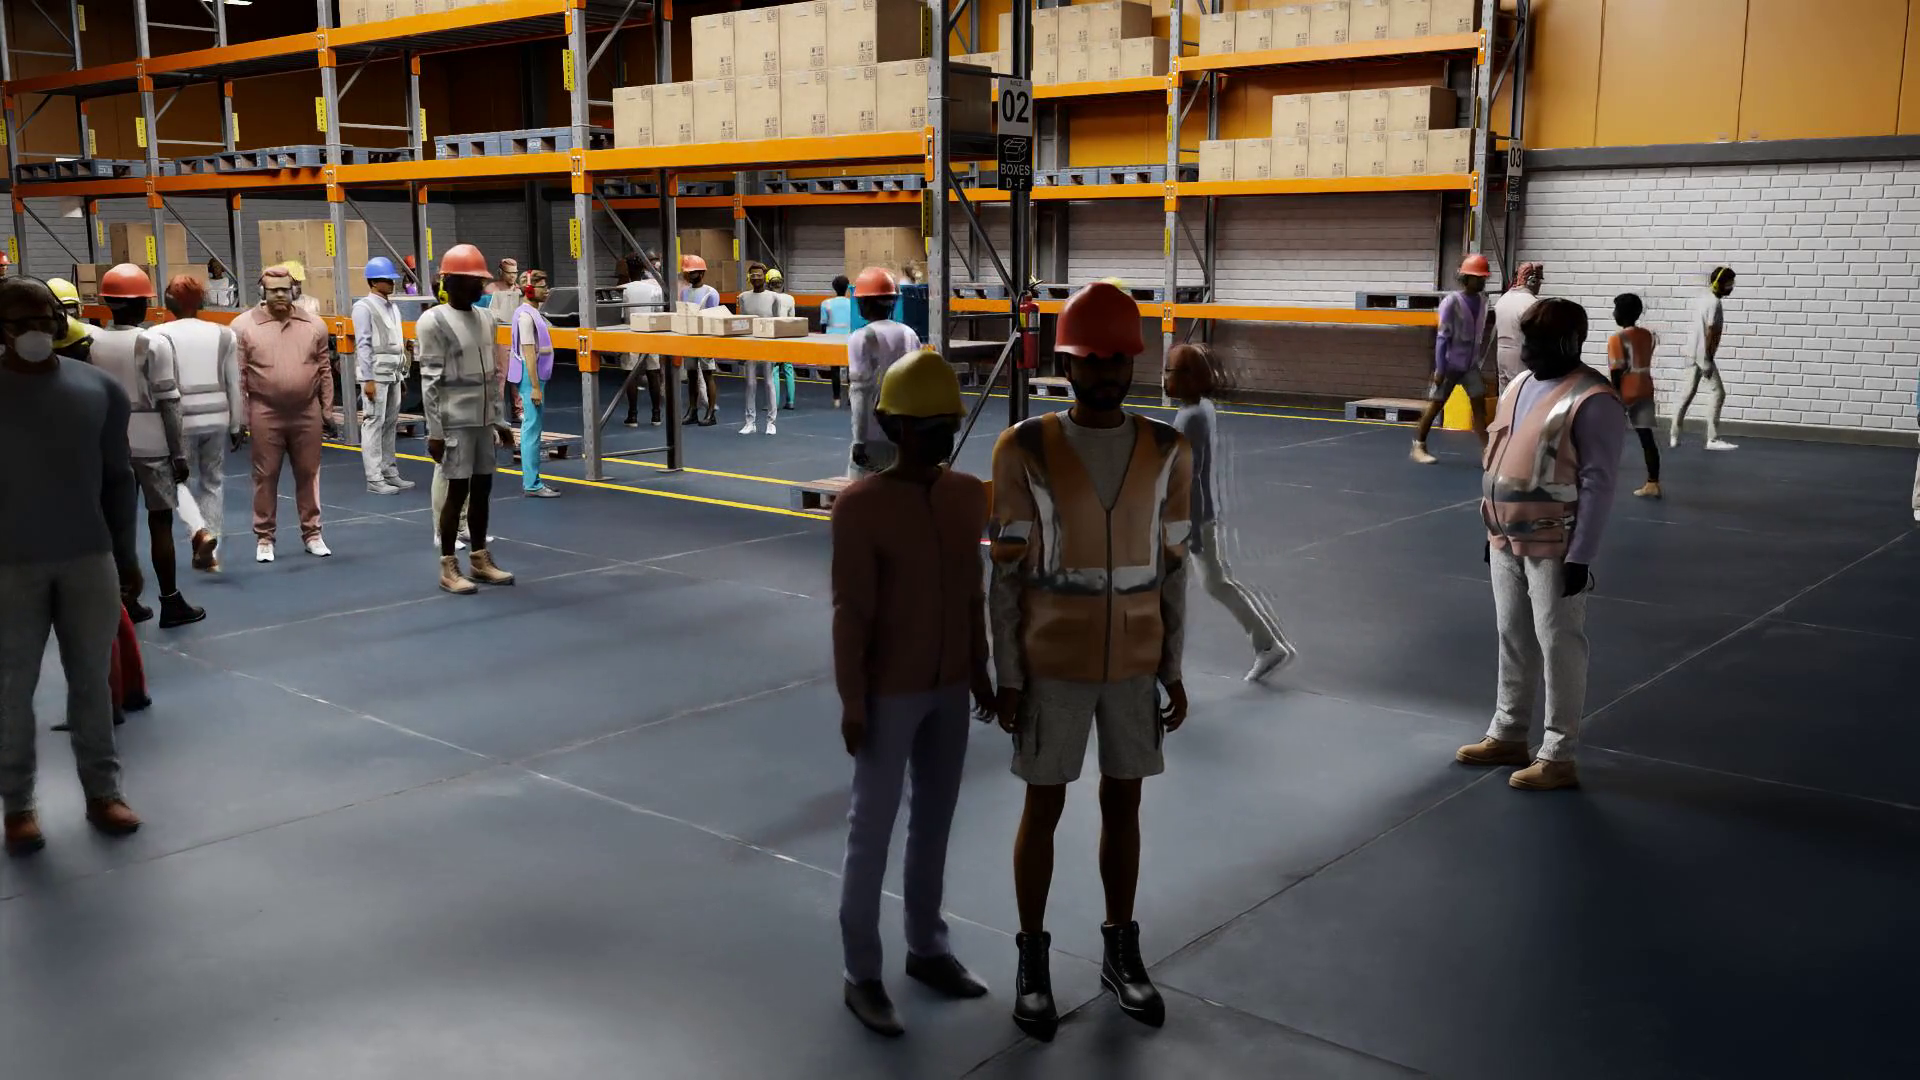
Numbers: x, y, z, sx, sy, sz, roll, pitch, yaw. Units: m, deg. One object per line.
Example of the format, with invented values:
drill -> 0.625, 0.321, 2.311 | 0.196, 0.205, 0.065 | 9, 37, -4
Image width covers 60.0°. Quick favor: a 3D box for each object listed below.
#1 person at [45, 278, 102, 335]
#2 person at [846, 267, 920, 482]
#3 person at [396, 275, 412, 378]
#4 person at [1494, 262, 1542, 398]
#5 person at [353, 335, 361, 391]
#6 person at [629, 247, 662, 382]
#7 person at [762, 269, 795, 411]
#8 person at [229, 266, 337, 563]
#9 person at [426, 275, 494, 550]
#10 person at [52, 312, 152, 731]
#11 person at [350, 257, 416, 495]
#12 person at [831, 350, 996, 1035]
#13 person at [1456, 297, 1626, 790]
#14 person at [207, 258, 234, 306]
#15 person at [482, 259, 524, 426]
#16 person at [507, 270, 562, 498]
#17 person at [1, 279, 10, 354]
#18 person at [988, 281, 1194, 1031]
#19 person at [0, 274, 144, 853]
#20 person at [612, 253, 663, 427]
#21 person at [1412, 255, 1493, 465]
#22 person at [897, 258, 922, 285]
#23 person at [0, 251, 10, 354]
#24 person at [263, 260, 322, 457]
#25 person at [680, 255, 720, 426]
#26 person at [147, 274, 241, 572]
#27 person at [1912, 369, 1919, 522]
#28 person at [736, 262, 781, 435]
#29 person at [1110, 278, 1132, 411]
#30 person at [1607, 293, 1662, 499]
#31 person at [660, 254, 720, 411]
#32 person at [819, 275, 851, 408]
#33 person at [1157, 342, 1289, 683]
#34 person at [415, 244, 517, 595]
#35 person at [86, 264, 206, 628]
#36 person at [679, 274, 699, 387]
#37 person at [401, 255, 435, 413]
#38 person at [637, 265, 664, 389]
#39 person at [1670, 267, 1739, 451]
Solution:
person -> -5.731, -0.770, 10.767 | 0.404, 1.828, 0.592 | 3, 11, 18
person -> -0.406, -0.674, 9.990 | 0.556, 1.919, 0.812 | -10, 14, -44
person -> -8.527, -3.332, 25.913 | 0.504, 1.631, 0.279 | -2, 10, -9
person -> 5.190, -1.608, 15.360 | 0.403, 1.897, 0.654 | -2, 10, -13
person -> -8.559, -3.049, 23.733 | 0.404, 1.829, 0.602 | -1, 10, -5
person -> -4.636, -3.413, 25.211 | 0.537, 2.000, 0.683 | 6, 12, 32
person -> -2.288, -2.484, 20.732 | 0.524, 1.759, 0.328 | -9, 13, -41
person -> -4.379, -0.813, 10.801 | 0.652, 1.904, 0.403 | -7, 12, -34
person -> -3.409, -0.876, 11.251 | 0.315, 1.871, 0.534 | 4, 11, 22
person -> -3.730, -0.080, 7.026 | 0.328, 1.767, 0.533 | -3, 10, -16
person -> -4.767, -1.351, 13.733 | 0.391, 1.949, 0.602 | 1, 10, 8
person -> -0.106, 0.388, 4.360 | 0.533, 1.766, 0.329 | -10, 14, -44
person -> 2.185, 0.011, 6.285 | 0.429, 1.844, 0.627 | -3, 10, -17
person -> -10.943, -3.224, 24.591 | 0.575, 1.882, 0.355 | -3, 11, -18
person -> -5.144, -2.256, 19.031 | 0.407, 1.902, 0.639 | 7, 12, 33
person -> -3.484, -1.266, 13.539 | 0.389, 1.847, 0.563 | -3, 10, -14
person -> -13.095, -2.806, 22.934 | 0.539, 1.615, 0.634 | 3, 10, 15
person -> 0.347, 0.308, 4.320 | 0.544, 1.939, 0.350 | -2, 10, -12
person -> -3.108, 0.075, 5.652 | 0.636, 1.936, 0.354 | -9, 14, -43
person -> -3.656, -2.268, 18.905 | 0.608, 1.966, 0.371 | -4, 11, -24
person -> 4.610, -1.623, 15.277 | 0.620, 1.958, 1.120 | -5, 11, -28
person -> -0.585, -2.701, 21.603 | 1.019, 1.881, 0.652 | 4, 11, 20
person -> -12.077, -2.645, 20.965 | 0.384, 1.996, 0.610 | 3, 10, 17
person -> -6.463, -1.746, 16.103 | 0.567, 1.912, 0.596 | 7, 12, 36
person -> -2.996, -2.265, 18.970 | 0.544, 1.939, 0.354 | 5, 11, 28
person -> -4.703, -0.700, 10.254 | 0.582, 1.868, 0.553 | -9, 13, -41
person -> 7.327, -0.944, 12.295 | 0.515, 1.641, 0.308 | 1, 10, 4
person -> -2.186, -2.076, 18.076 | 0.528, 1.876, 0.323 | 2, 10, 10
person -> 1.517, -1.727, 16.542 | 0.530, 1.724, 0.497 | -3, 10, -15
person -> 5.411, -1.181, 13.605 | 0.551, 1.653, 0.873 | -5, 11, -28
person -> -3.468, -2.607, 20.895 | 1.002, 1.954, 0.636 | 9, 13, 41
person -> -1.507, -2.501, 21.034 | 0.538, 1.688, 0.369 | -1, 10, -5
person -> 1.126, -0.115, 7.691 | 0.789, 1.602, 0.500 | 4, 11, 20
person -> -2.898, -0.711, 9.820 | 0.390, 2.040, 0.653 | 4, 11, 23
person -> -4.378, -0.492, 8.871 | 0.542, 1.939, 0.364 | 1, 10, 7
person -> -3.896, -3.139, 24.292 | 0.561, 1.813, 0.622 | 2, 10, 9
person -> -6.672, -2.529, 20.497 | 0.374, 1.930, 0.542 | 2, 10, 11
person -> -4.464, -3.065, 23.746 | 0.697, 1.880, 0.610 | 10, 14, 44
person -> 7.527, -1.815, 16.722 | 0.623, 1.828, 0.626 | 2, 10, 9
